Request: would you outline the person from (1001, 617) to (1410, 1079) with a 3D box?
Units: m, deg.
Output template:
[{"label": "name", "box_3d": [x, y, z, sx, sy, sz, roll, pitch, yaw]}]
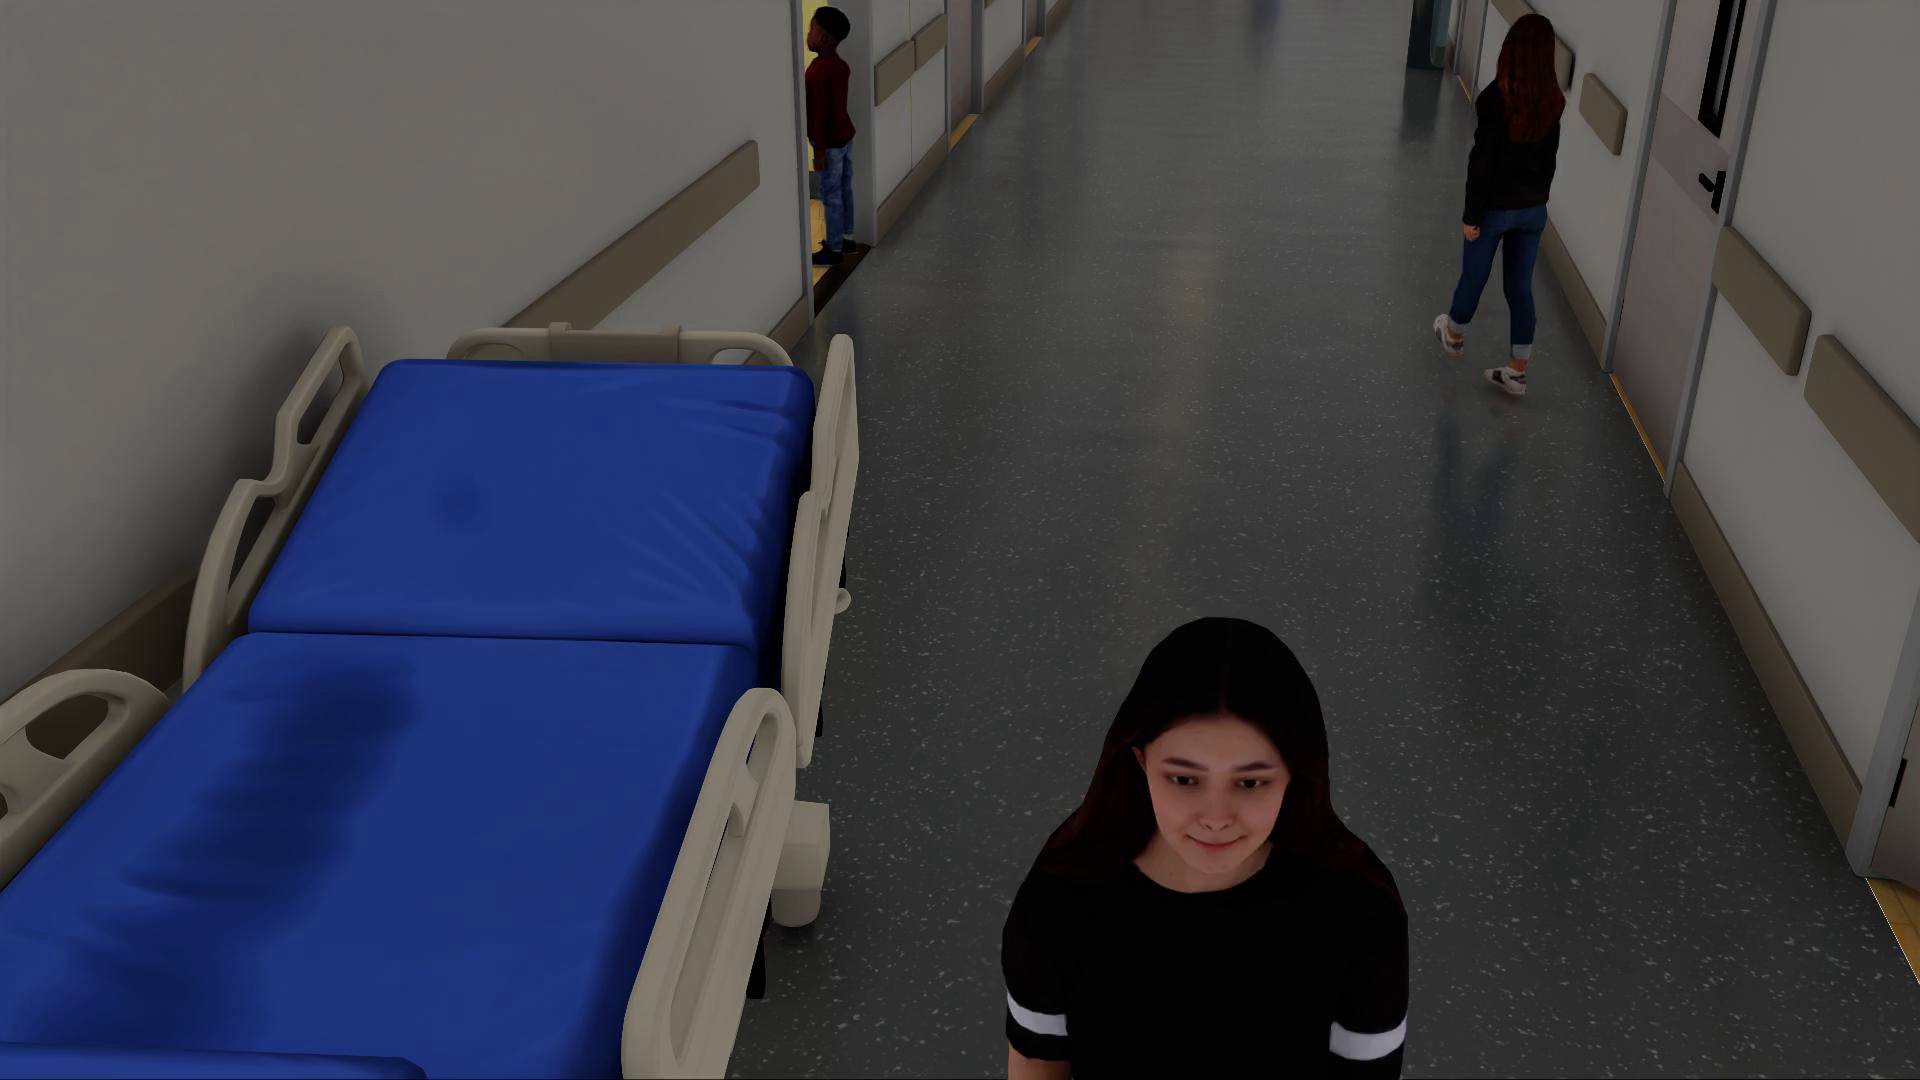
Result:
[{"label": "person", "box_3d": [0.275, 0.777, 2.091, 0.964, 1.613, 0.804, -2, 26, -3]}]

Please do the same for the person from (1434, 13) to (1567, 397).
[{"label": "person", "box_3d": [2.190, -1.278, 6.558, 0.952, 1.435, 0.876, -8, 27, -17]}]

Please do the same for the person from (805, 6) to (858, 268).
[{"label": "person", "box_3d": [-0.629, -2.005, 8.273, 0.500, 1.256, 0.516, 7, 27, 14]}]
